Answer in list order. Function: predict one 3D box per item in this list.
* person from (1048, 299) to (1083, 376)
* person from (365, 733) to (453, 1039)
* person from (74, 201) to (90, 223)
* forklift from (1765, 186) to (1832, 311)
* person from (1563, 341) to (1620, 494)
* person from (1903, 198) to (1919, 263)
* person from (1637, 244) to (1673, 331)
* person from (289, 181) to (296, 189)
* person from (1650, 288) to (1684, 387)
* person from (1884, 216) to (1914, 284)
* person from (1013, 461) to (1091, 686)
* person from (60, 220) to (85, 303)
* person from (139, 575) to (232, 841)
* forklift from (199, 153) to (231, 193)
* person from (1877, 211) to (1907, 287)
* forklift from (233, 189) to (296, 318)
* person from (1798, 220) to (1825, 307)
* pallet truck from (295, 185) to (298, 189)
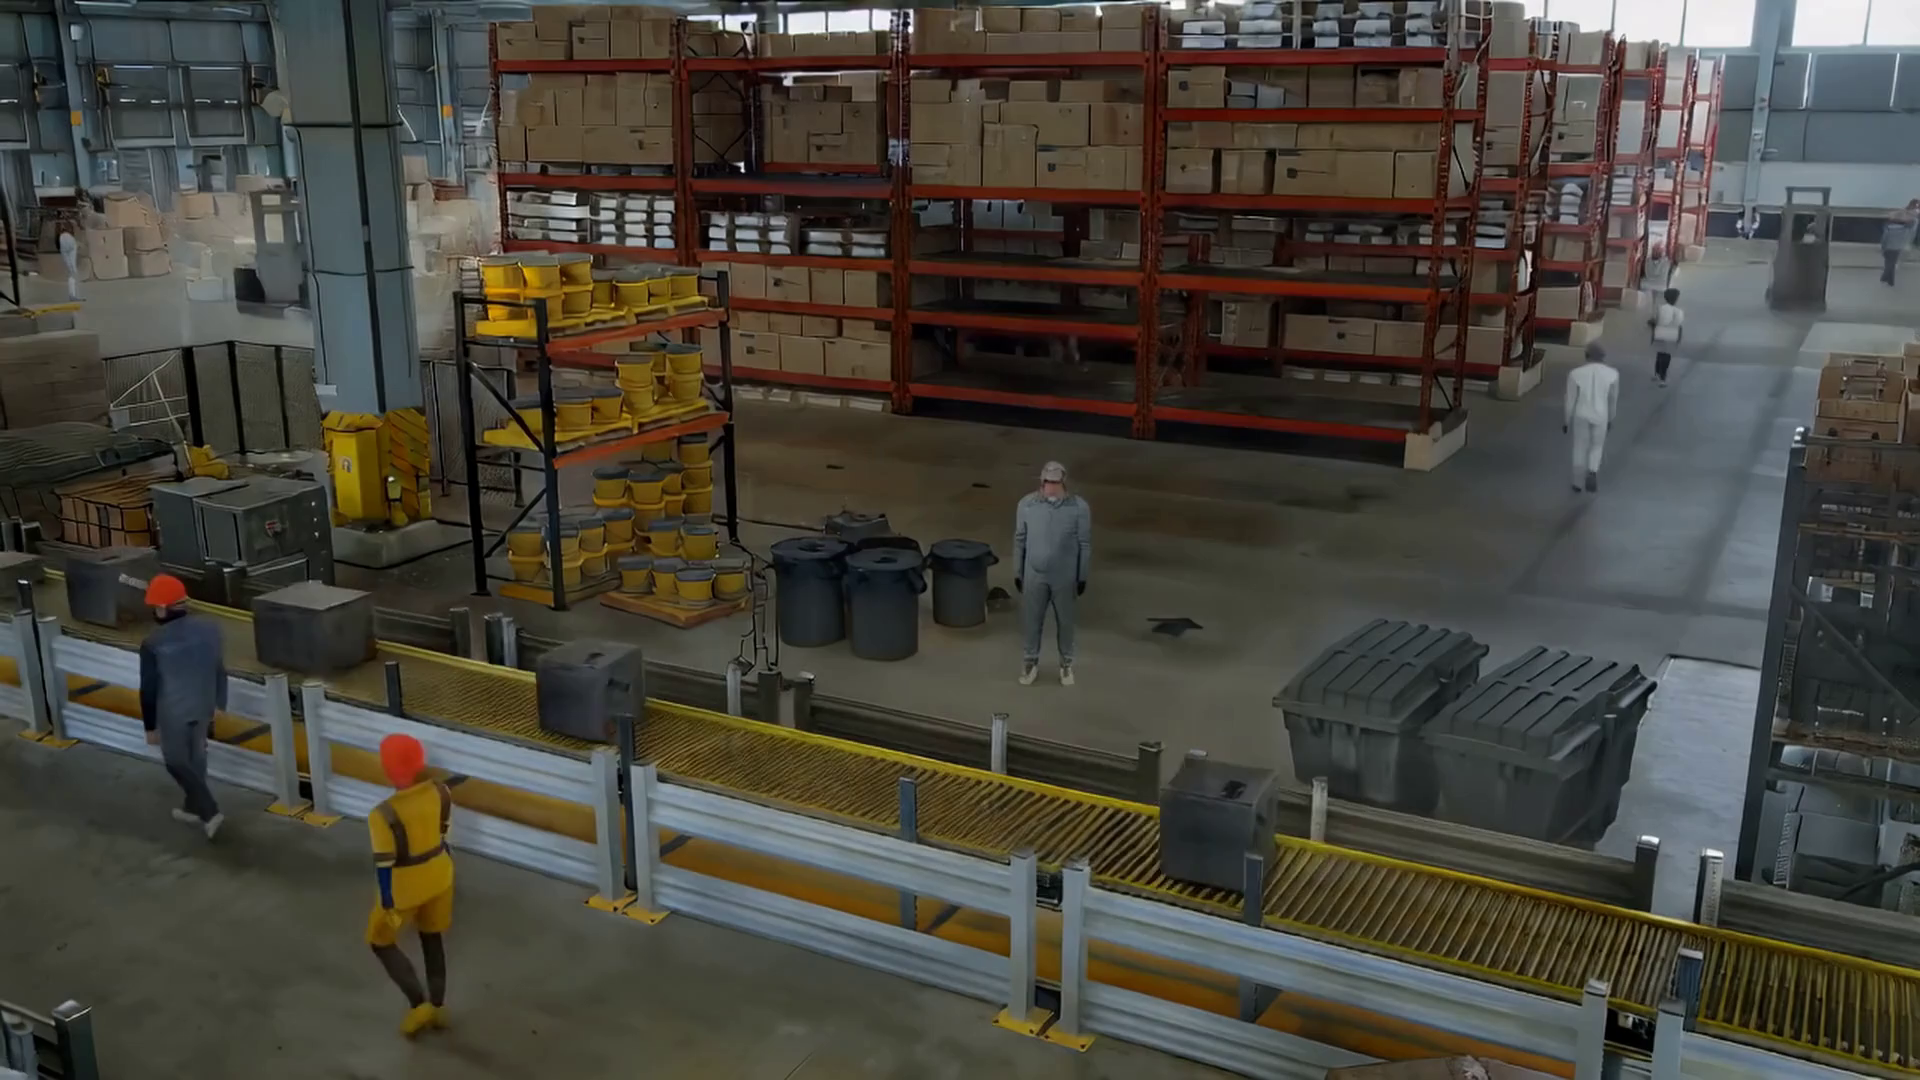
[{"bbox_3d":[1.750,-3.174,27.423,0.893,1.632,0.563,9,17,30],"label":"person"},{"bbox_3d":[-2.845,1.798,8.637,0.363,1.684,0.538,10,18,32],"label":"person"},{"bbox_3d":[-26.394,-9.355,50.358,0.526,1.804,0.901,9,18,32],"label":"person"},{"bbox_3d":[19.692,-6.870,38.928,1.129,2.768,1.873,5,16,18],"label":"forklift"},{"bbox_3d":[7.766,-1.487,20.519,0.637,1.922,0.548,3,15,13],"label":"person"},{"bbox_3d":[28.433,-9.256,49.770,0.399,1.905,0.643,2,15,9],"label":"person"},{"bbox_3d":[14.664,-5.330,35.145,0.654,1.831,0.436,9,17,31],"label":"person"},{"bbox_3d":[-24.542,-12.329,61.451,0.585,1.847,0.968,-1,15,-3],"label":"person"},{"bbox_3d":[12.072,-3.452,28.375,0.405,1.675,0.553,-12,19,-39],"label":"person"},{"bbox_3d":[24.698,-7.628,43.832,0.521,1.813,0.570,-5,16,-17],"label":"person"},{"bbox_3d":[0.761,0.279,13.916,0.643,1.908,0.411,2,15,7],"label":"person"},{"bbox_3d":[-21.409,-6.700,40.037,0.367,1.966,0.604,-8,17,-28],"label":"person"},{"bbox_3d":[-5.101,1.109,10.982,0.708,1.814,0.605,8,17,29],"label":"person"},{"bbox_3d":[-27.440,-12.865,61.464,1.873,2.768,1.129,8,17,28],"label":"forklift"},{"bbox_3d":[24.424,-7.651,43.664,0.626,1.930,1.067,1,15,3],"label":"person"},{"bbox_3d":[-15.430,-6.495,37.516,1.873,2.768,1.129,8,17,28],"label":"forklift"},{"bbox_3d":[20.091,-6.533,39.298,0.687,2.019,0.625,-13,20,-41],"label":"person"},{"bbox_3d":[-26.804,-14.617,69.738,1.885,1.965,0.823,-14,20,-42],"label":"pallet truck"}]
